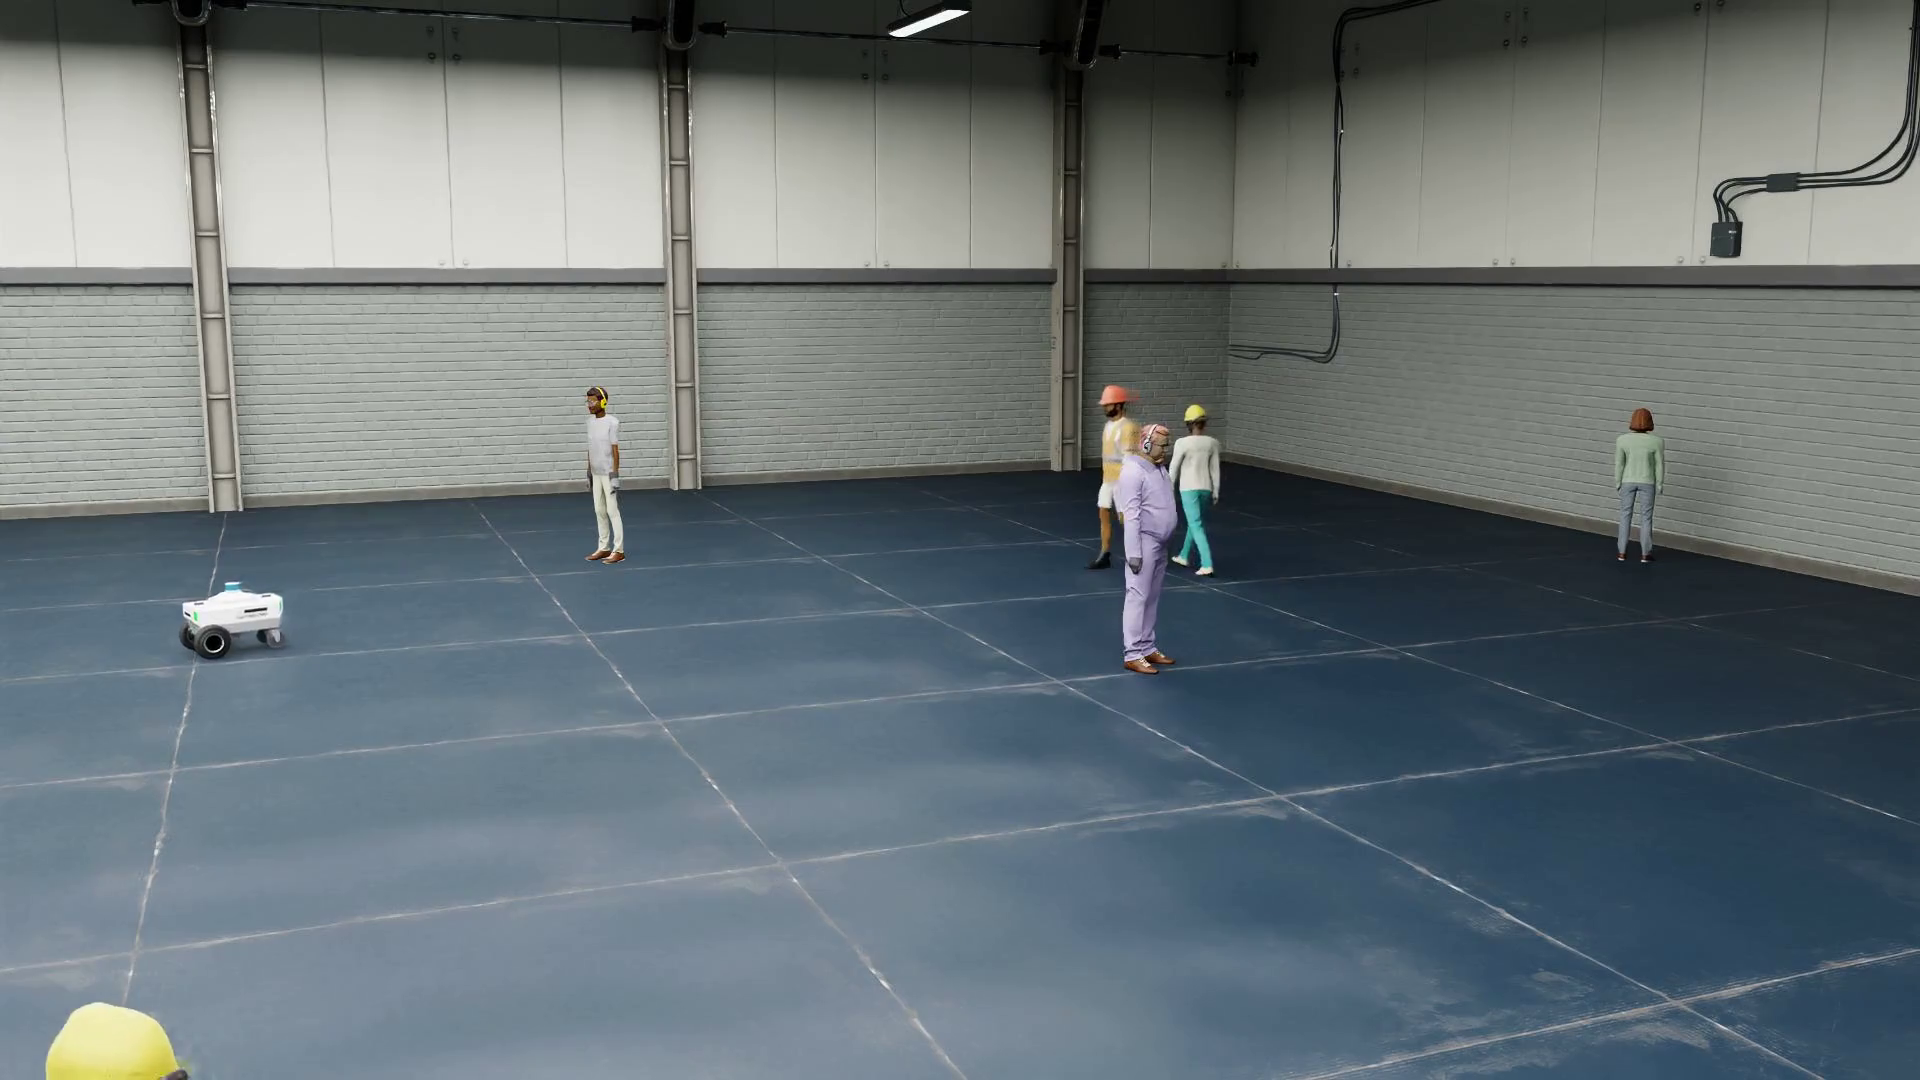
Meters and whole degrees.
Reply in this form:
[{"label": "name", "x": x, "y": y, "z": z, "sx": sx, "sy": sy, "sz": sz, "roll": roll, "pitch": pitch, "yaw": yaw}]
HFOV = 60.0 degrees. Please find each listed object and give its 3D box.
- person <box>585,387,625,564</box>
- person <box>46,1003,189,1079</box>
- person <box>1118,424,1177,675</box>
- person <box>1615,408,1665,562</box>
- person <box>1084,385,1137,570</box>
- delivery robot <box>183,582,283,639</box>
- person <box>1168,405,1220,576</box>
[{"label": "person", "x": -3.773, "y": -0.684, "z": 17.586, "sx": 0.516, "sy": 1.865, "sz": 0.312, "roll": 7, "pitch": 12, "yaw": 38}, {"label": "person", "x": -1.441, "y": 1.688, "z": 3.089, "sx": 0.866, "sy": 1.729, "sz": 0.523, "roll": 6, "pitch": 11, "yaw": 31}, {"label": "person", "x": 1.463, "y": 0.060, "z": 12.779, "sx": 0.409, "sy": 1.903, "sz": 0.639, "roll": 5, "pitch": 10, "yaw": 28}, {"label": "person", "x": 7.200, "y": -0.582, "z": 17.639, "sx": 0.500, "sy": 1.636, "sz": 0.284, "roll": 6, "pitch": 11, "yaw": 32}, {"label": "person", "x": 1.693, "y": -0.644, "z": 17.161, "sx": 0.771, "sy": 1.919, "sz": 0.549, "roll": -4, "pitch": 10, "yaw": -25}, {"label": "delivery robot", "x": -5.853, "y": 0.584, "z": 13.406, "sx": 0.707, "sy": 0.478, "sz": 0.477, "roll": -7, "pitch": 12, "yaw": -39}, {"label": "person", "x": 2.385, "y": -0.512, "z": 16.958, "sx": 0.524, "sy": 1.720, "sz": 0.892, "roll": -5, "pitch": 10, "yaw": -29}]
